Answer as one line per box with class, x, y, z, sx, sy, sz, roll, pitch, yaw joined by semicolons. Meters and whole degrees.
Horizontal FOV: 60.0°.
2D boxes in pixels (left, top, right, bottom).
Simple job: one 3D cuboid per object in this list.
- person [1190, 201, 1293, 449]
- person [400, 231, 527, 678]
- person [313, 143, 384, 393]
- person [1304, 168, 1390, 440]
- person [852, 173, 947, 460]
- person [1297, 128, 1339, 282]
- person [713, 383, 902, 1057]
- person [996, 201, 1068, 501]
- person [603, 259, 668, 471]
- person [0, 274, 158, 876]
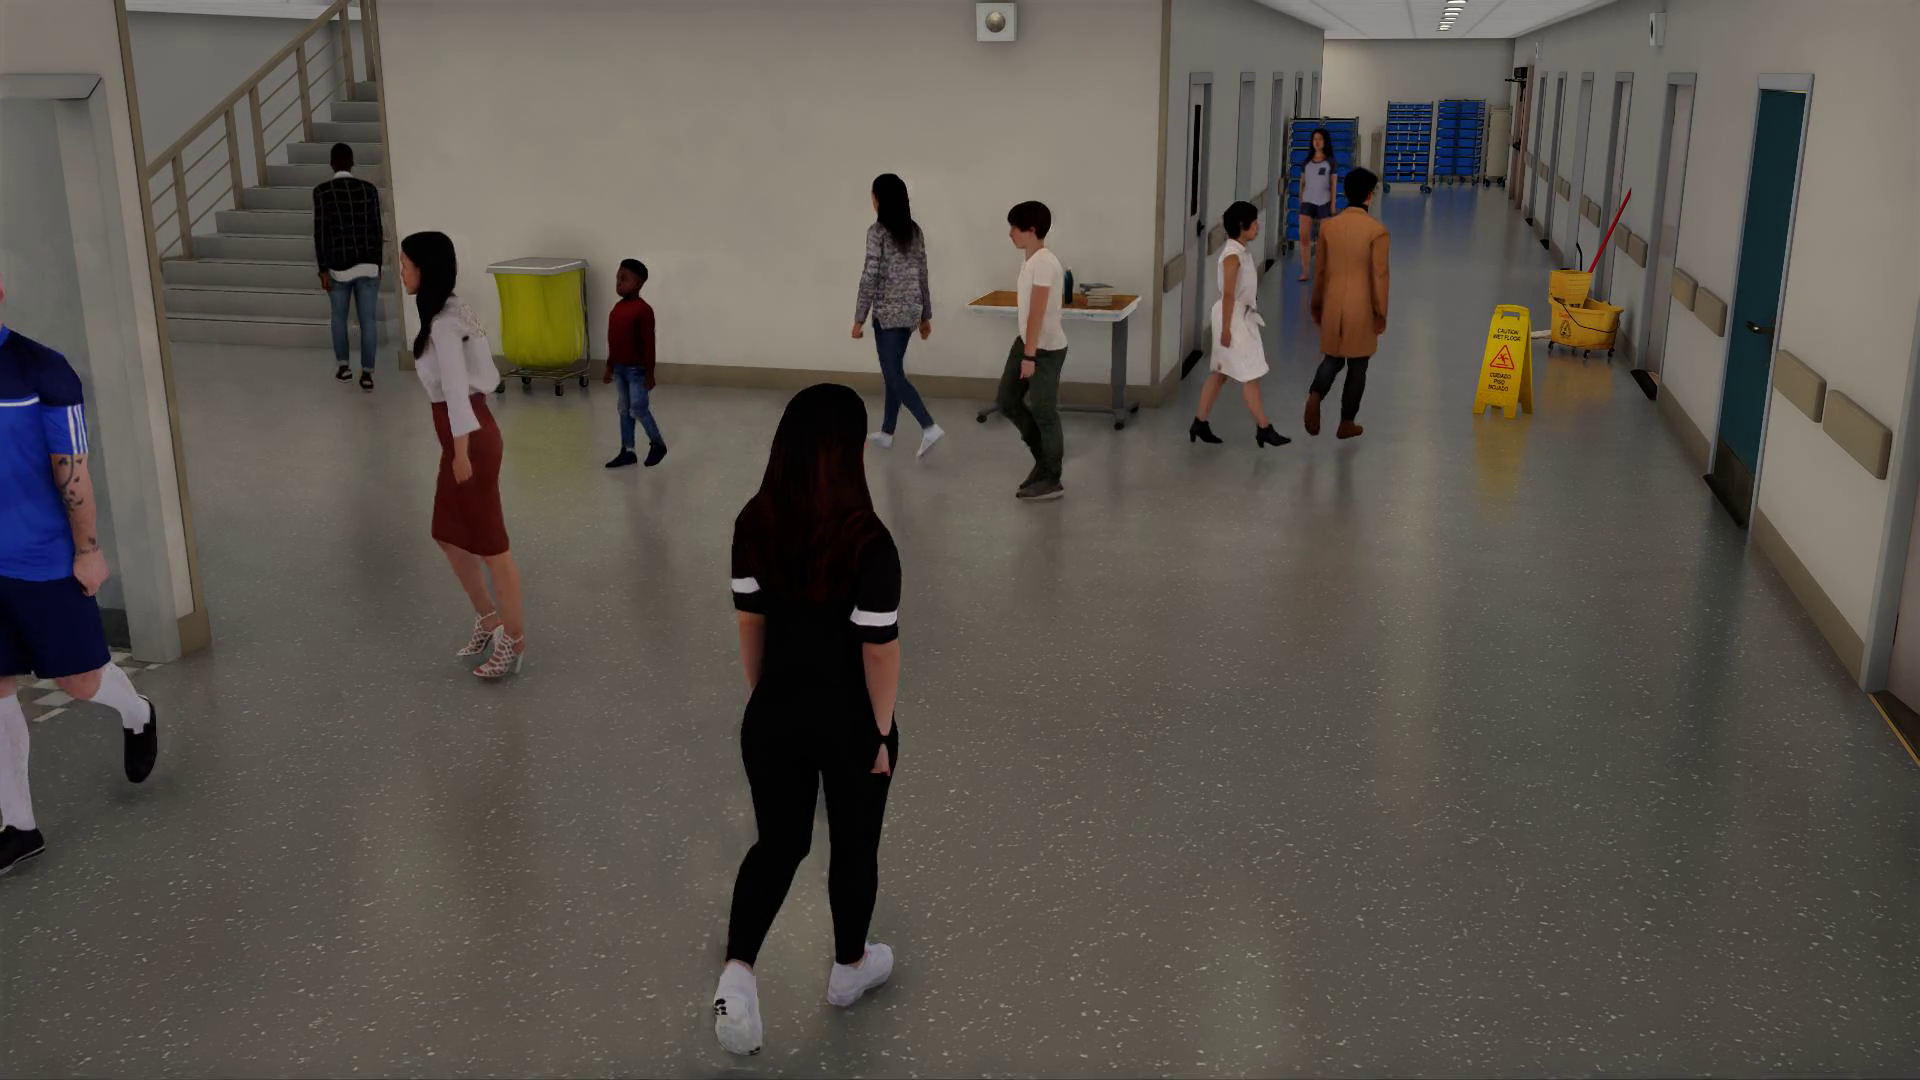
person;1.646;-1.322;10.410;0.689;1.525;0.825;2;16;7
person;-1.879;-0.311;6.434;0.763;1.738;0.671;-6;17;-19
person;-4.459;-1.988;12.269;0.935;1.798;1.012;-7;17;-24
person;2.413;-1.452;10.452;0.845;1.710;0.999;11;19;35
person;-0.341;-1.341;10.148;1.022;1.704;1.098;14;21;41
person;4.078;-3.789;18.858;0.778;1.688;1.039;10;19;31
person;-0.375;0.453;3.933;0.693;1.623;1.017;7;17;23
person;0.510;-1.032;9.170;0.801;1.640;0.733;-6;17;-20
person;-1.928;-1.054;9.964;0.681;1.251;0.627;-15;22;-43
person;-2.784;0.049;5.013;0.870;1.816;1.171;0;16;1
